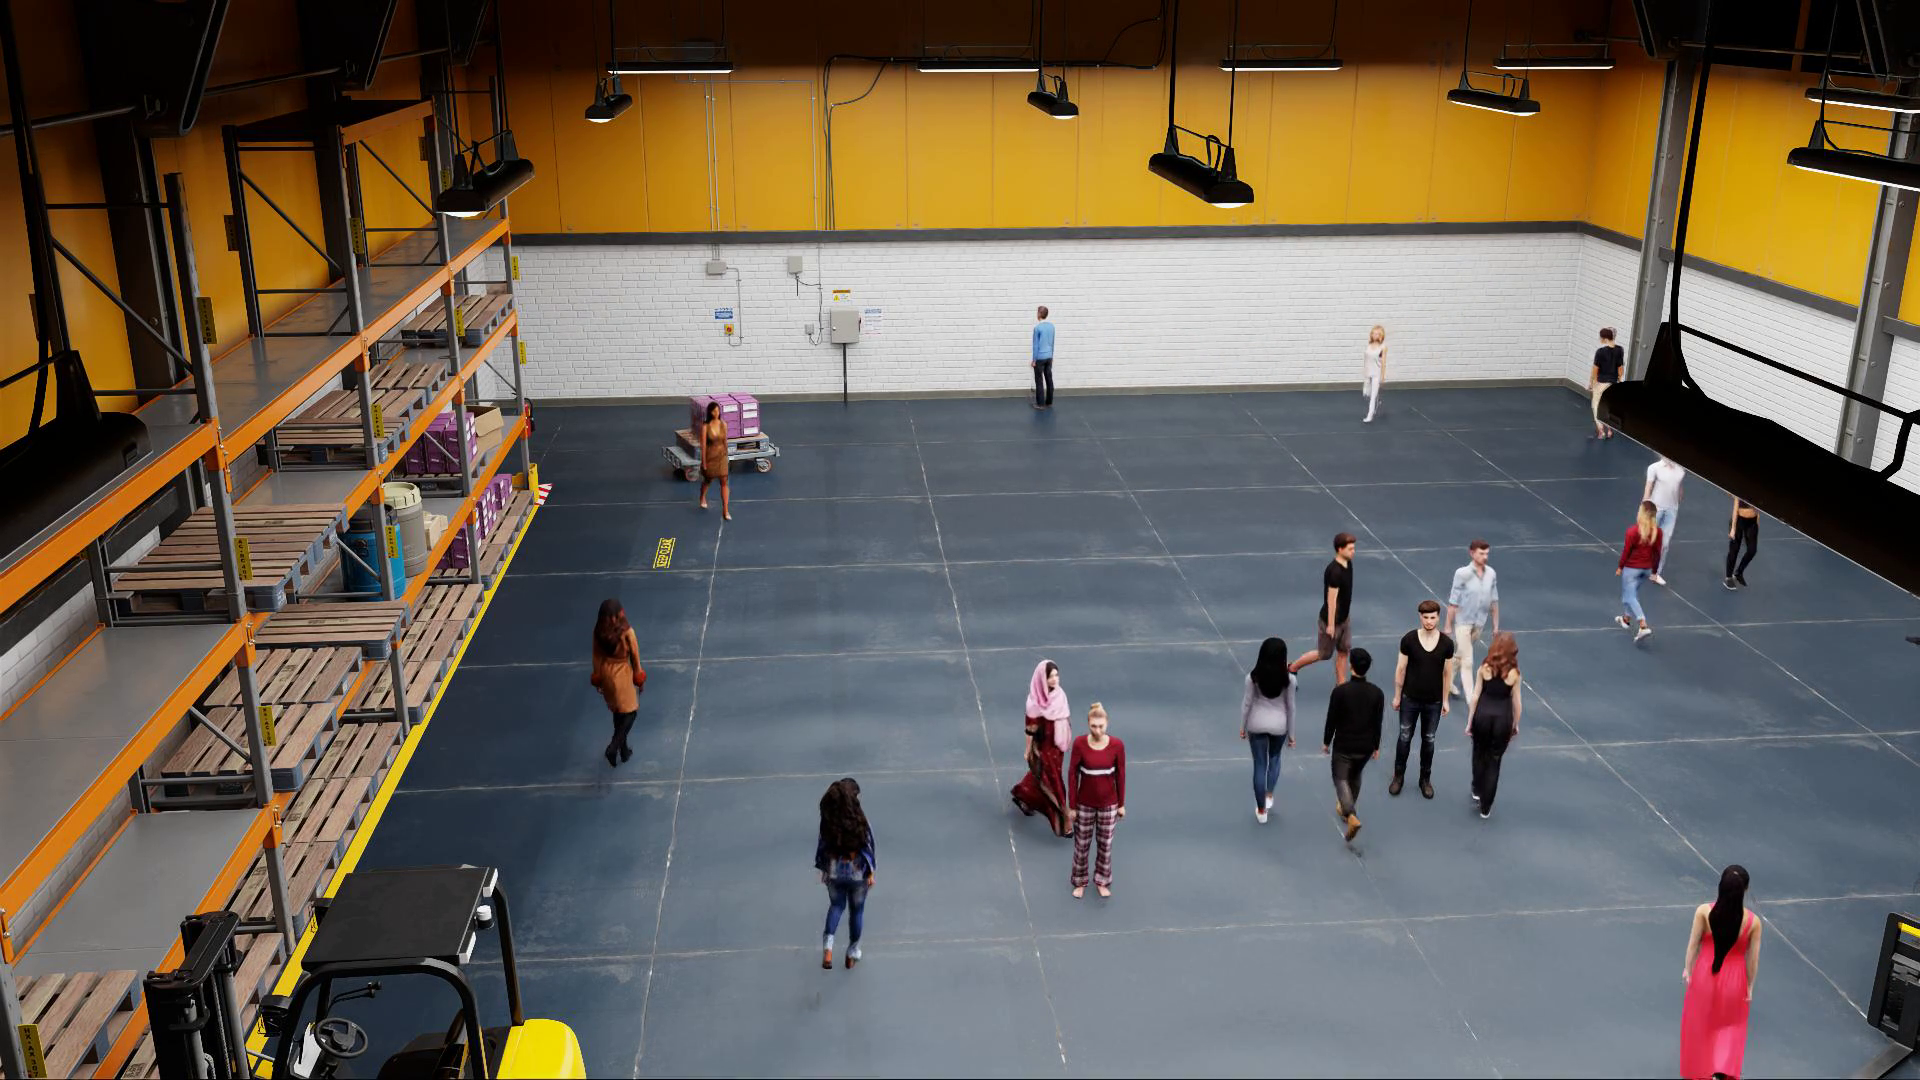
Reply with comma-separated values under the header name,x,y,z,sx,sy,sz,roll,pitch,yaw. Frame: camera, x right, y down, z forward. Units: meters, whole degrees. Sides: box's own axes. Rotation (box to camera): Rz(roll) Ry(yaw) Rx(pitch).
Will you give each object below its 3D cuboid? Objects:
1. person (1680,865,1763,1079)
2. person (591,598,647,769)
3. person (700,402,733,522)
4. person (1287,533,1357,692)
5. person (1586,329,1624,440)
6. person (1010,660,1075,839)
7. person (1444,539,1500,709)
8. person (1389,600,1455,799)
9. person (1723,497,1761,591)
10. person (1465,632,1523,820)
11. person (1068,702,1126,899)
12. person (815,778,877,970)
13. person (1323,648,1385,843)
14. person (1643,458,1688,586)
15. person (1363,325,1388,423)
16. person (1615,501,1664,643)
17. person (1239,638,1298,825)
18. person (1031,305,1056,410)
name,x,y,z,sx,sy,sz,roll,pitch,yaw
person,5.046,2.992,11.064,0.754,1.717,0.834,7,20,20
person,-3.268,1.401,15.808,0.866,1.704,1.018,4,19,12
person,-3.496,-1.127,23.388,0.925,1.657,1.145,-12,22,-32
person,3.835,0.790,17.416,1.117,1.837,1.160,10,21,28
person,10.653,-2.568,27.403,0.789,1.826,0.688,0,19,0
person,0.718,1.812,14.744,1.018,1.605,1.120,-17,25,-41
person,5.250,0.854,17.286,0.871,1.797,1.276,-6,20,-17
person,4.267,1.445,15.375,0.728,1.897,0.676,3,19,10
person,9.686,-0.192,20.655,0.560,1.629,0.568,0,19,-1
person,4.775,1.684,14.930,0.799,1.728,0.906,7,20,19
person,1.118,2.139,13.624,0.627,1.700,0.501,-1,19,-3
person,-0.874,2.557,12.524,0.775,1.608,0.882,5,19,16
person,3.472,1.808,14.604,0.656,1.702,1.000,-2,19,-6
person,8.796,-0.385,20.913,0.695,1.831,1.007,0,19,-1
person,7.151,-2.856,28.523,0.897,1.657,0.858,-17,25,-40
person,7.783,0.373,19.017,0.722,1.605,1.095,-5,19,-14
person,2.750,1.733,14.794,0.692,1.721,0.703,1,19,4
person,1.471,-3.246,29.430,0.740,1.818,0.760,-16,24,-38
